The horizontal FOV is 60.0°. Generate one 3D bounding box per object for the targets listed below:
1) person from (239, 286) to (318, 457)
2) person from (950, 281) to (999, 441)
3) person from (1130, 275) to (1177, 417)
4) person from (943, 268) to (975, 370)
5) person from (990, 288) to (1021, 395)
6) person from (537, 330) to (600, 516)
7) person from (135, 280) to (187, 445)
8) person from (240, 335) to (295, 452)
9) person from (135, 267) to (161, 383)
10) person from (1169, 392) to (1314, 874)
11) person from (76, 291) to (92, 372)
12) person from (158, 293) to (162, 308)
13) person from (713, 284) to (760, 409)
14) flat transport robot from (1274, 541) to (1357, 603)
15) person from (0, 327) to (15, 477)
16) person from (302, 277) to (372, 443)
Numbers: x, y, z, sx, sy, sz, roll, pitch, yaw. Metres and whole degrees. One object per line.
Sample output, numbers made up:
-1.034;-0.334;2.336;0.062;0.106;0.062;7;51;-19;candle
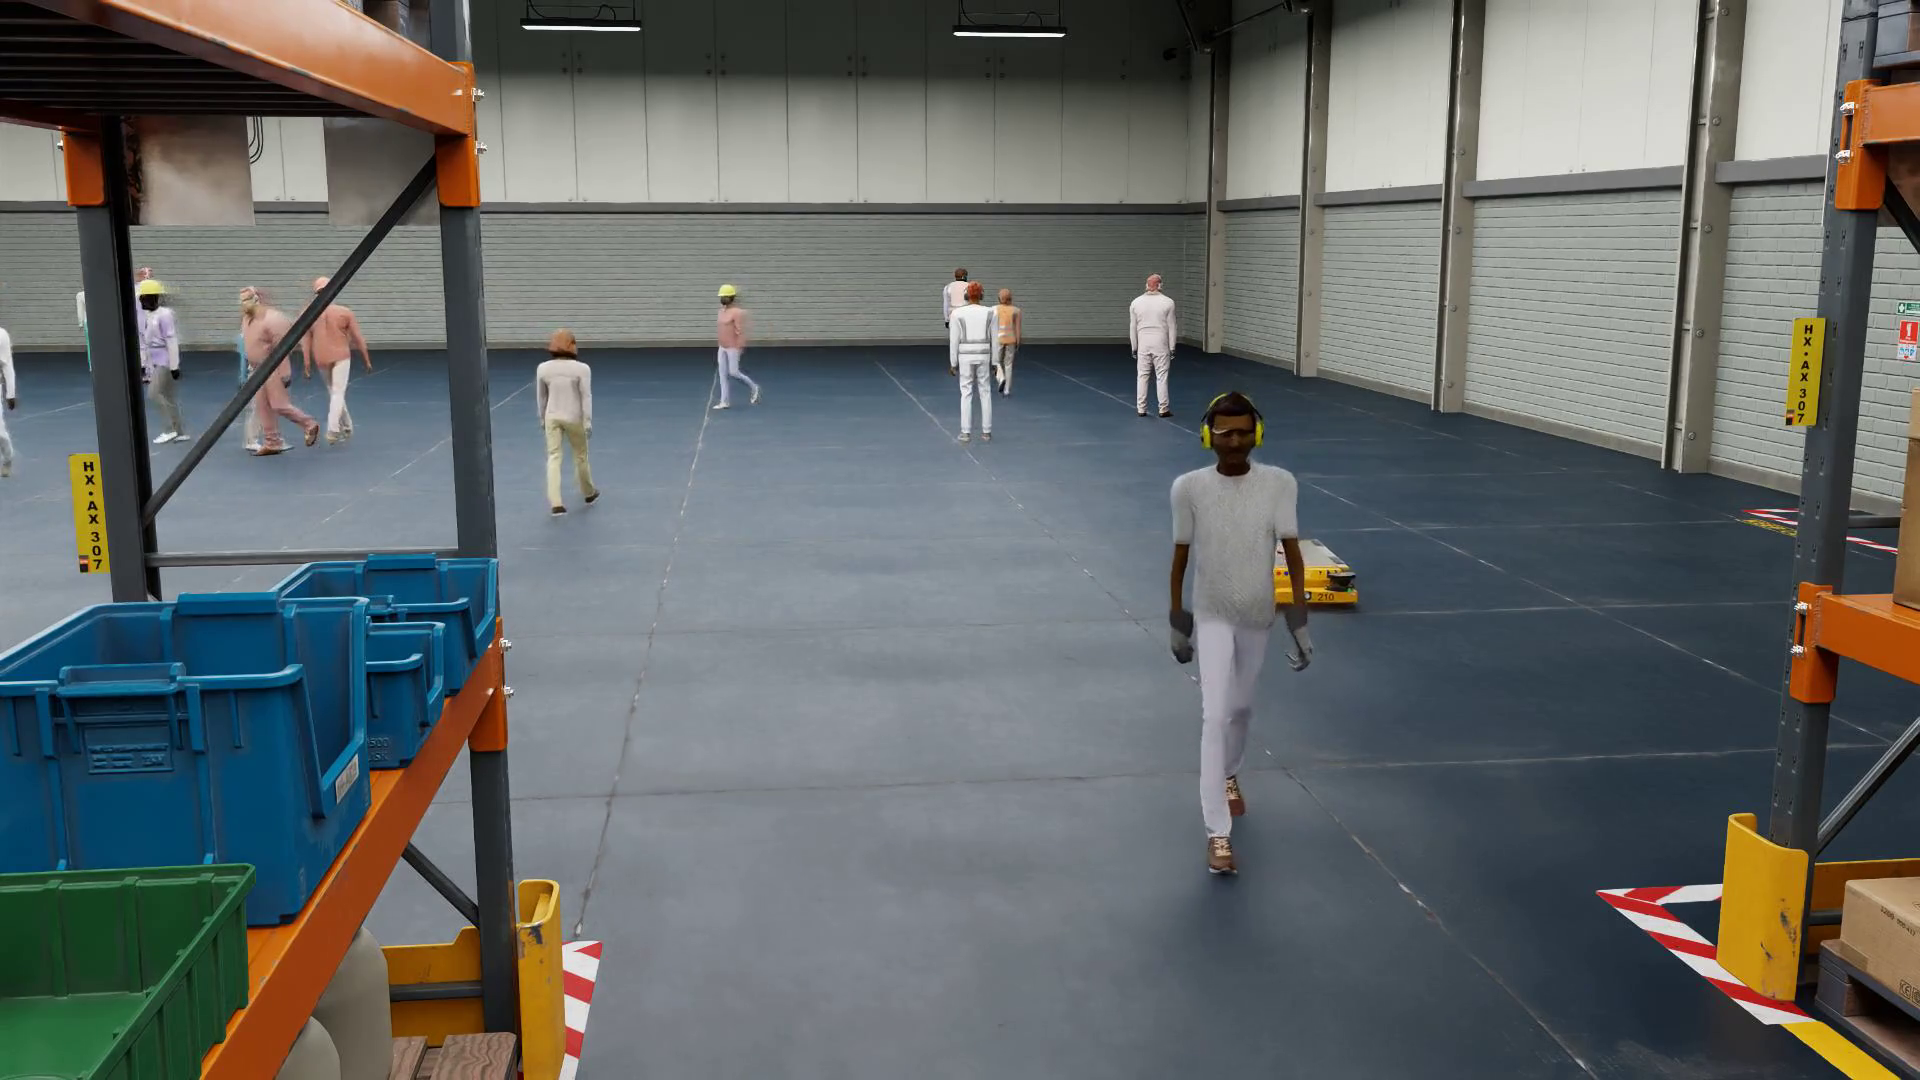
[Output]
-7.562;-1.867;18.363;0.662;1.878;0.660;8;13;37;person
0.170;-2.108;19.654;0.585;1.882;0.337;-2;10;-10;person
2.596;-2.586;22.238;0.639;1.902;0.407;4;11;22;person
0.021;-3.980;30.053;0.620;1.840;0.430;3;11;17;person
0.678;-2.992;25.213;0.533;1.624;0.432;-2;10;-10;person
-3.435;-1.039;14.578;0.524;1.582;0.839;1;10;7;person
-9.332;-2.060;19.339;0.586;1.908;0.597;-9;13;-39;person
-7.715;-1.771;18.565;0.813;1.600;0.529;3;11;15;person
-13.287;-3.507;27.271;0.652;1.904;0.402;10;14;42;person
1.094;0.309;6.606;0.533;1.823;0.989;0;10;-2;person
-15.400;-3.861;29.621;0.561;1.763;0.324;-4;11;-22;person
-16.562;-4.594;33.973;0.501;1.633;0.289;-9;13;-39;person
-3.180;-2.717;23.376;0.641;1.749;0.529;-10;14;-43;person
2.258;0.192;11.473;0.652;0.197;1.431;0;10;0;flat transport robot
-9.384;-1.423;15.957;0.582;1.866;0.618;-3;11;-17;person
-7.386;-2.128;19.672;0.718;1.929;1.050;-1;10;-5;person
